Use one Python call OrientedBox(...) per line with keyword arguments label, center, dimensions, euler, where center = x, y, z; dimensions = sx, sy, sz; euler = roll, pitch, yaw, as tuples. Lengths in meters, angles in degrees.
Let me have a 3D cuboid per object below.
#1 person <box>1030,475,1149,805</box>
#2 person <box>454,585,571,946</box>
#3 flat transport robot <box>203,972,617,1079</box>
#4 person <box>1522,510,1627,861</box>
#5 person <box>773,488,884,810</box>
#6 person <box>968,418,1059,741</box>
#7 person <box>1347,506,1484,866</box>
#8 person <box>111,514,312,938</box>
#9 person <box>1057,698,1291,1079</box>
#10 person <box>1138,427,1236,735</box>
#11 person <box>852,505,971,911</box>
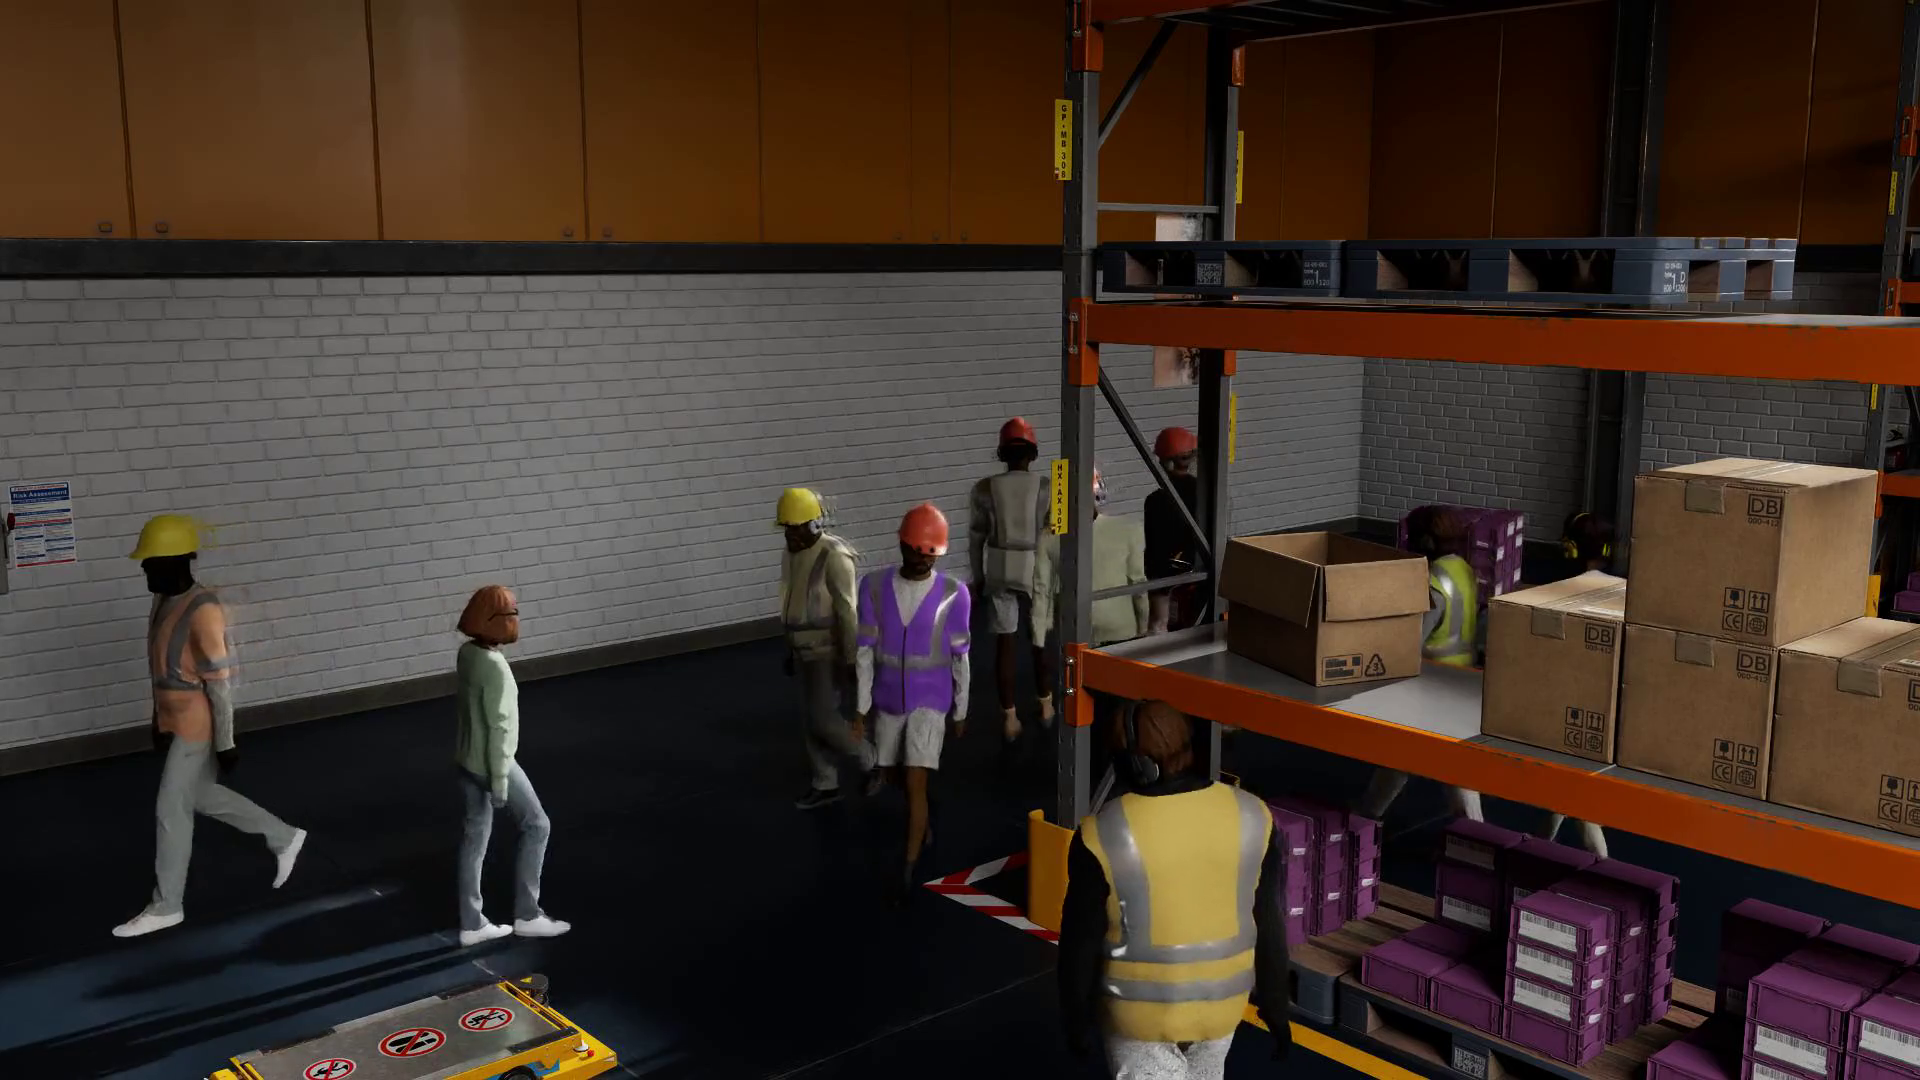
OrientedBox(label="person", center=(0.701, 0.531, 9.058), dimensions=(0.619, 1.940, 0.723), euler=(3, 10, 18))
OrientedBox(label="person", center=(-1.993, 0.987, 7.348), dimensions=(0.580, 1.616, 0.508), euler=(-8, 13, -39))
OrientedBox(label="flat transport robot", center=(-2.018, 1.903, 5.912), dimensions=(1.431, 0.197, 0.652), euler=(-8, 13, -41))
OrientedBox(label="person", center=(2.961, 0.765, 8.047), dimensions=(0.531, 1.826, 0.888), euler=(-3, 10, -18))
OrientedBox(label="person", center=(-0.760, 0.596, 9.102), dimensions=(0.553, 1.797, 0.622), euler=(-7, 12, -34))
OrientedBox(label="person", center=(0.367, 0.236, 10.566), dimensions=(0.629, 2.017, 0.689), euler=(2, 10, 10))
OrientedBox(label="person", center=(2.265, 0.726, 8.327), dimensions=(0.940, 1.790, 0.642), euler=(5, 11, 29))
OrientedBox(label="person", center=(-3.457, 0.804, 7.603), dimensions=(0.865, 1.902, 0.595), euler=(-8, 12, -38))
OrientedBox(label="person", center=(0.573, 1.320, 4.858), dimensions=(0.660, 1.800, 0.797), euler=(-2, 10, -14))
OrientedBox(label="person", center=(1.424, 0.264, 10.543), dimensions=(0.621, 1.968, 0.895), euler=(-6, 12, -33))
OrientedBox(label="person", center=(-0.206, 0.740, 8.015), dimensions=(0.541, 1.891, 0.881), euler=(2, 10, 14))
